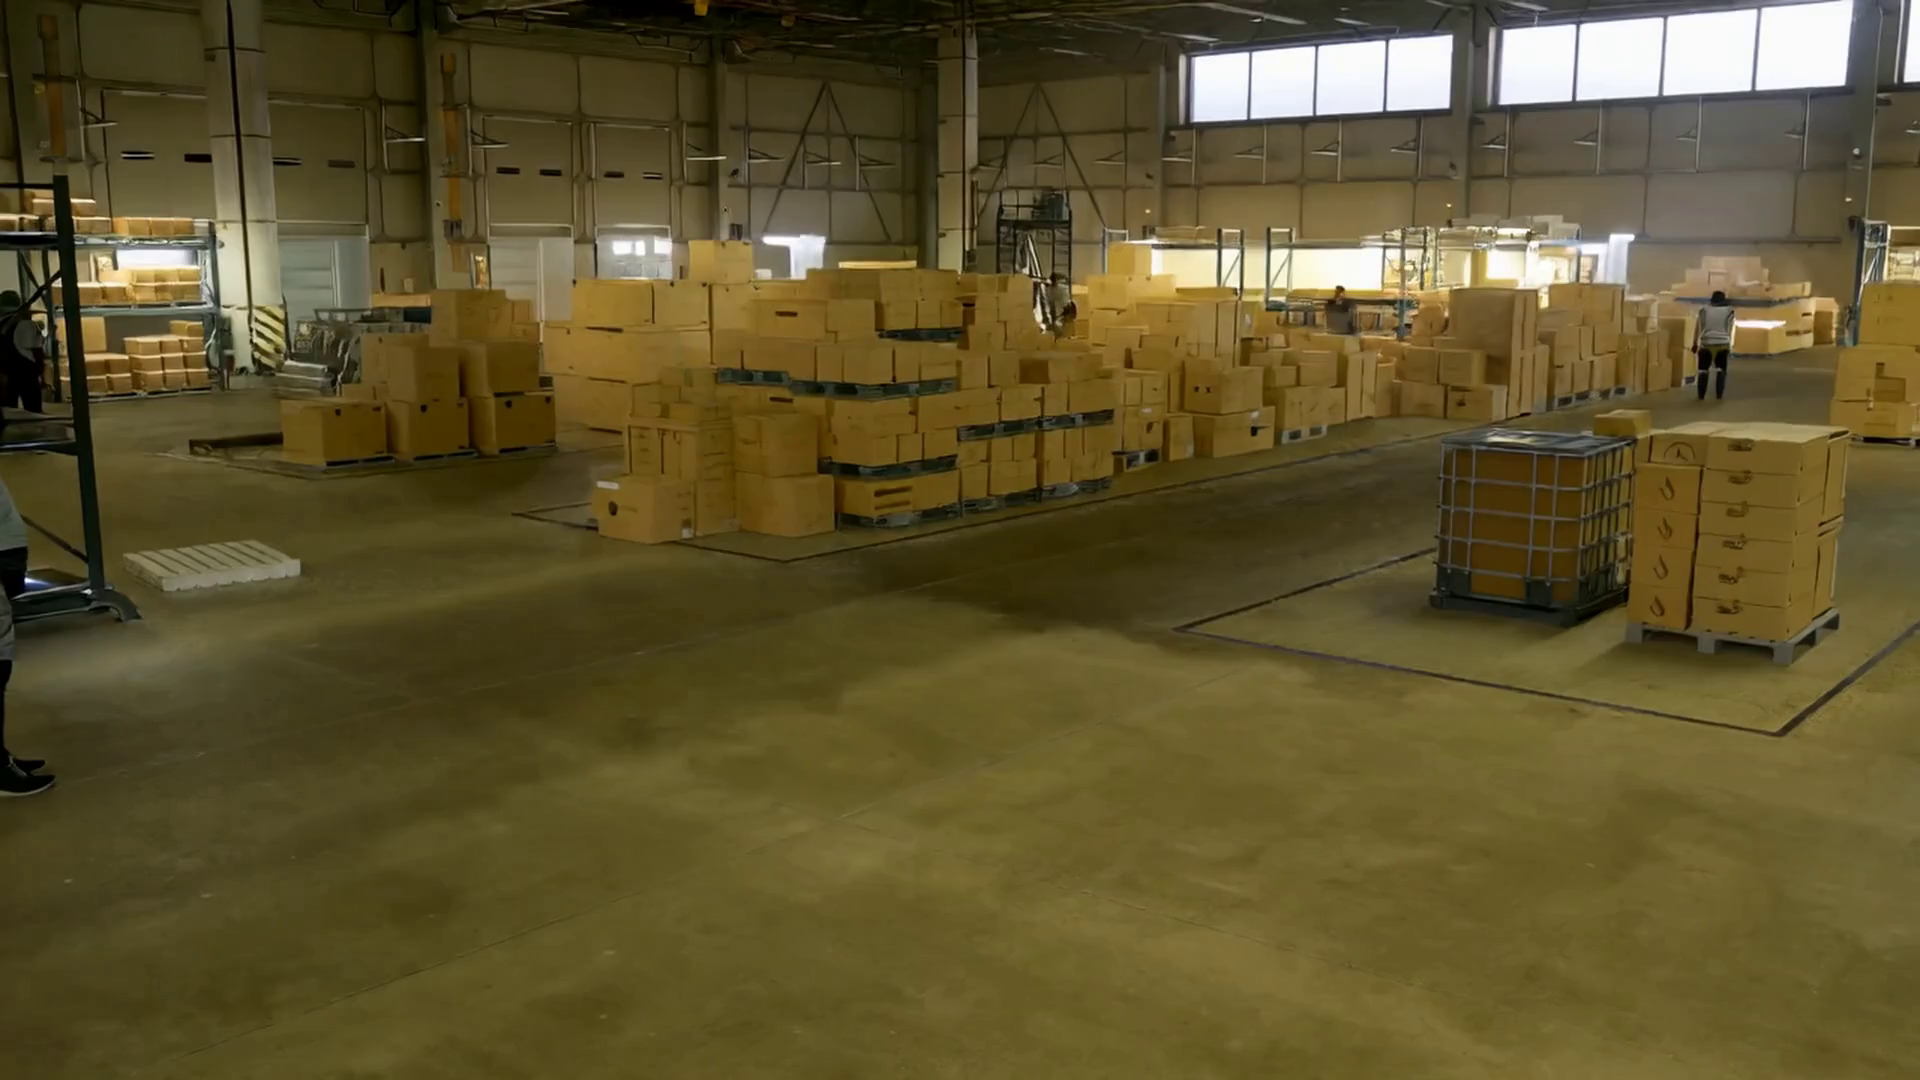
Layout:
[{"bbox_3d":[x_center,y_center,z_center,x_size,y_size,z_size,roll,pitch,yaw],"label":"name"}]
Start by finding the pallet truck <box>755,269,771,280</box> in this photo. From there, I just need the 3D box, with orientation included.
[{"bbox_3d":[-4.996,-6.432,45.525,1.885,1.965,0.823,-6,12,-32],"label":"pallet truck"}]

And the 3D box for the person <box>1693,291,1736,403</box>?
[{"bbox_3d":[12.394,-3.161,27.347,0.633,1.843,0.429,3,10,17],"label":"person"}]

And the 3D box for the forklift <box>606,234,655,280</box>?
[{"bbox_3d":[-6.766,-4.909,34.344,1.129,2.768,1.873,-5,11,-25],"label":"forklift"}]

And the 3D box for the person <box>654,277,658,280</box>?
[{"bbox_3d":[-6.520,-4.725,36.018,0.634,1.930,0.384,-5,11,-26],"label":"person"}]

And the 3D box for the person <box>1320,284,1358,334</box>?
[{"bbox_3d":[6.567,-3.494,29.008,0.661,1.920,0.581,7,12,36],"label":"person"}]

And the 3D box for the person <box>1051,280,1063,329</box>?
[{"bbox_3d":[2.703,-6.463,46.616,0.340,1.685,0.550,0,10,2],"label":"person"}]

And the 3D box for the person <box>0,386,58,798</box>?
[{"bbox_3d":[-4.525,0.219,7.749,0.367,1.966,0.607,-7,12,-35],"label":"person"}]

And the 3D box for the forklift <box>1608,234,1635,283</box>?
[{"bbox_3d":[13.415,-4.841,33.953,1.873,2.768,1.129,4,11,24],"label":"forklift"}]

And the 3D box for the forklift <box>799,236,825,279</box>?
[{"bbox_3d":[-3.518,-5.871,39.816,1.873,2.768,1.129,2,10,14],"label":"forklift"}]

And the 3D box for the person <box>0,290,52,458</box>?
[{"bbox_3d":[-11.508,-2.024,20.306,0.674,2.000,0.535,-2,10,-11],"label":"person"}]
